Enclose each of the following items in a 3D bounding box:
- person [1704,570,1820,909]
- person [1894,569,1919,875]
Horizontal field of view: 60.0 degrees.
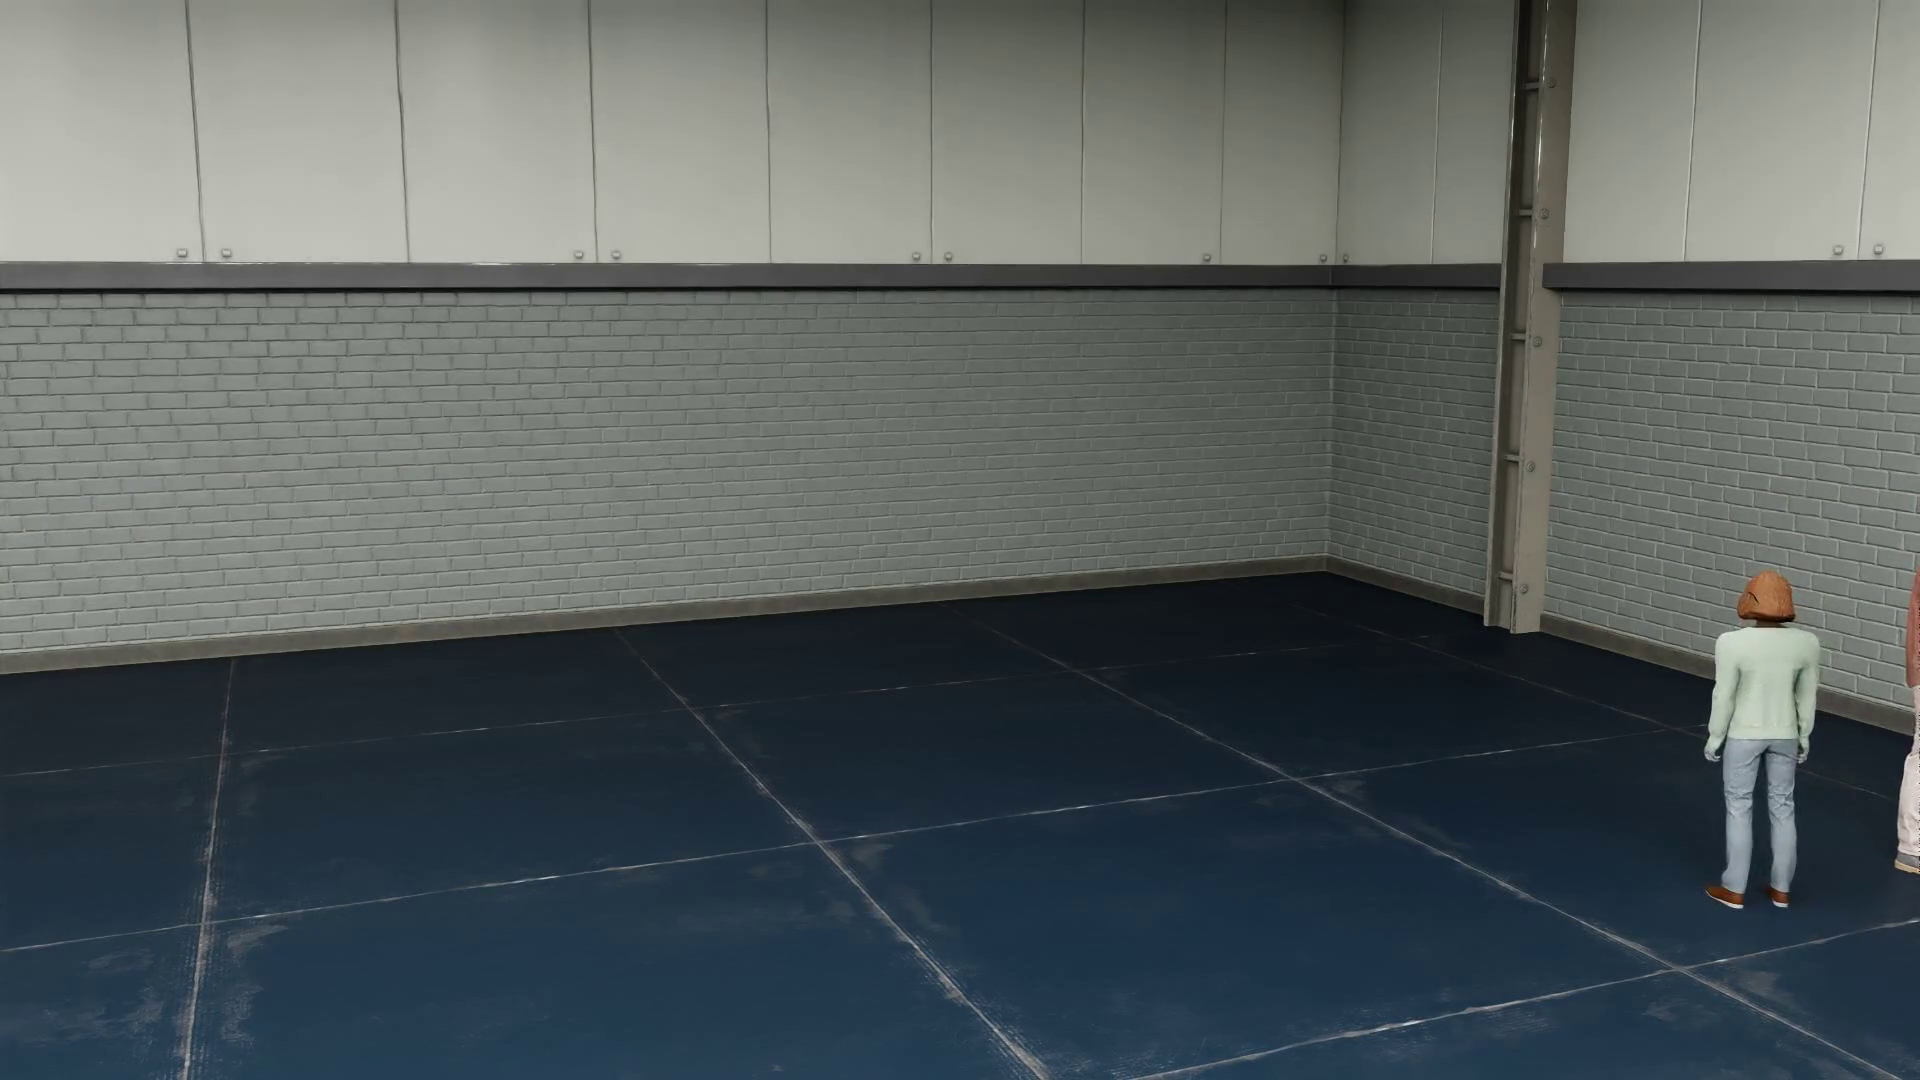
[{"bbox_3d":[3.834,0.958,7.978,0.507,1.631,0.266,0,9,-1],"label":"person"},{"bbox_3d":[5.009,0.706,8.428,0.400,1.991,0.623,7,11,36],"label":"person"}]
